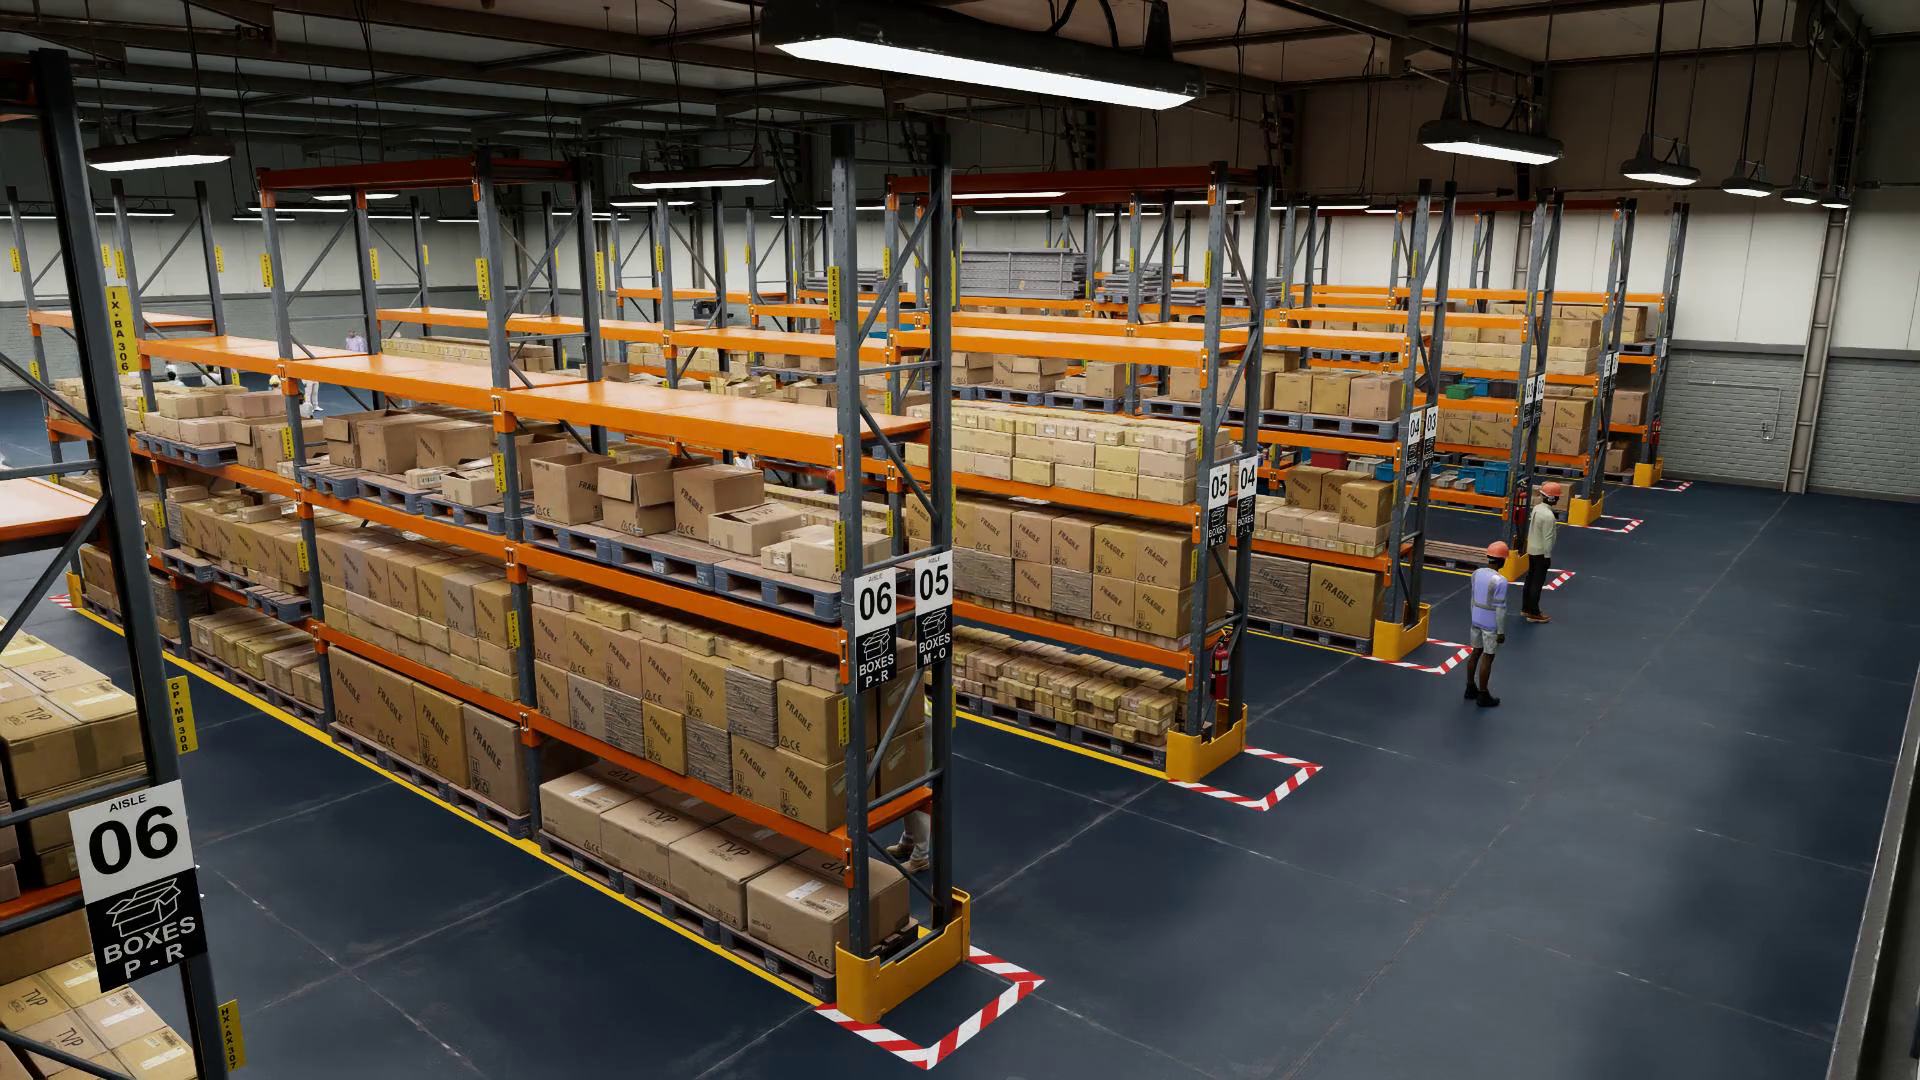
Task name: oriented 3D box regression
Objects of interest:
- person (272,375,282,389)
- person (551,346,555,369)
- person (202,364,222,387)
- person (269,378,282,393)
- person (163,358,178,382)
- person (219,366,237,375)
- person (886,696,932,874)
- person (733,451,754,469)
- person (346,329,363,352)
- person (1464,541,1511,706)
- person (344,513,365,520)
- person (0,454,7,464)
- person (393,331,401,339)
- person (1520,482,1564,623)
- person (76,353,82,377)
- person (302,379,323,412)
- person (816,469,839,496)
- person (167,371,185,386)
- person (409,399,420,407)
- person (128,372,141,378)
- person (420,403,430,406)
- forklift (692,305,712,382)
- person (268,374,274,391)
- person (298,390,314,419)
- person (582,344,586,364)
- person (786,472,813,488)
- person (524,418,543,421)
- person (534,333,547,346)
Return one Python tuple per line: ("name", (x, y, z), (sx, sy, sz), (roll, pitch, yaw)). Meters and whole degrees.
("person", (-18.631, -3.925, 34.773), (0.593, 1.921, 0.388), (-2, 14, -10))
("person", (-13.169, -5.388, 40.975), (0.987, 1.833, 0.595), (-5, 15, -20))
("person", (-21.029, -4.070, 35.535), (0.508, 1.853, 0.521), (-7, 15, -26))
("person", (-17.686, -3.328, 32.652), (0.388, 1.749, 0.558), (11, 18, 39))
("person", (-24.904, -4.953, 39.675), (0.875, 1.587, 0.532), (-2, 14, -8))
("person", (-22.705, -4.973, 39.062), (0.587, 1.930, 0.359), (3, 14, 11))
("person", (-0.439, 1.942, 10.814), (0.430, 1.840, 0.620), (-4, 14, -16))
("person", (-3.783, -0.812, 22.049), (0.355, 1.883, 0.574), (9, 17, 34))
("person", (-22.828, -6.974, 47.401), (0.692, 1.876, 0.815), (0, 14, 1))
("person", (6.164, 0.960, 14.667), (0.389, 1.929, 0.545), (-3, 14, -14))
("person", (-11.424, -1.178, 23.635), (0.626, 1.846, 0.429), (-3, 14, -11))
("person", (-22.955, -2.499, 29.576), (0.529, 1.598, 0.846), (6, 15, 24))
("person", (-20.907, -6.839, 46.911), (1.019, 1.857, 0.634), (9, 16, 32))
("person", (8.246, 0.161, 17.833), (0.406, 1.986, 0.617), (2, 14, 6))
("person", (-28.563, -5.540, 41.406), (0.764, 1.913, 0.654), (11, 17, 38))
("person", (-20.023, -4.917, 38.886), (0.402, 1.904, 0.652), (4, 14, 17))
("person", (-2.023, -0.125, 19.020), (0.648, 1.984, 0.931), (-8, 16, -30))
("person", (-21.880, -3.883, 35.182), (0.566, 1.644, 0.900), (-3, 14, -10))
("person", (-16.108, -4.410, 37.106), (0.523, 1.762, 0.325), (0, 14, 0))
("person", (-26.303, -5.205, 40.003), (0.354, 1.939, 0.545), (7, 15, 26))
("person", (-11.785, -2.321, 28.058), (0.795, 1.967, 0.644), (1, 14, 6))
("forklift", (-9.511, -7.392, 47.124), (1.873, 2.768, 1.129), (11, 17, 38))
("person", (-21.804, -5.202, 40.082), (0.993, 1.895, 0.630), (-10, 17, -37))
("person", (-15.232, -2.548, 29.243), (0.497, 1.860, 0.327), (-7, 15, -27))
("person", (-13.216, -6.390, 45.075), (0.429, 1.842, 0.634), (5, 15, 20))
("person", (-3.172, -1.606, 25.281), (0.952, 1.895, 0.646), (10, 17, 36))
("person", (-10.352, -2.749, 30.601), (0.519, 1.590, 0.826), (-7, 16, -28))
("person", (-17.962, -8.548, 53.949), (0.517, 1.843, 0.326), (1, 14, 4))
